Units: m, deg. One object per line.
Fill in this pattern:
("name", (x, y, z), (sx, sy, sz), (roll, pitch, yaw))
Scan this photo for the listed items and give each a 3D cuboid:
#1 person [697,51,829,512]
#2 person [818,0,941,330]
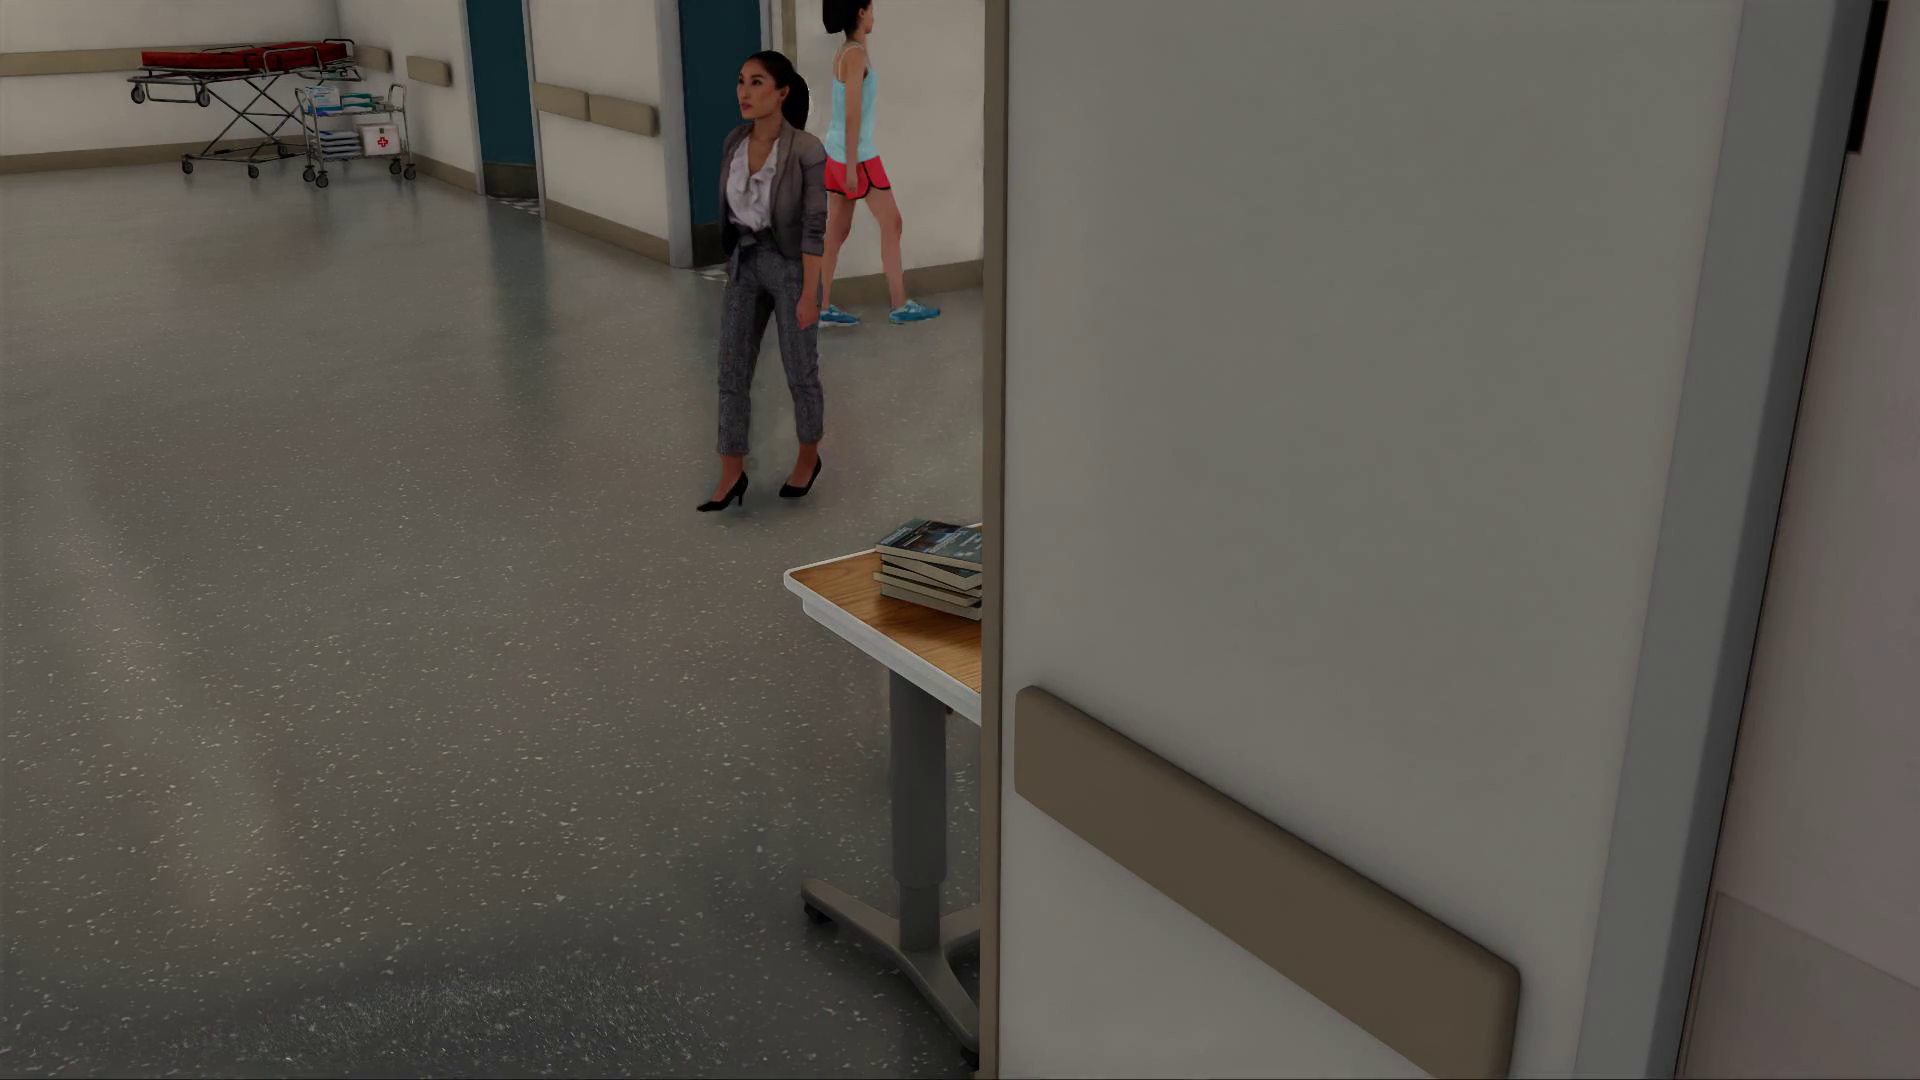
("person", (-0.628, -0.936, 6.136), (0.896, 1.654, 0.898), (12, 24, 28))
("person", (-0.650, -1.950, 8.702), (0.878, 1.732, 0.967), (-4, 21, -12))
